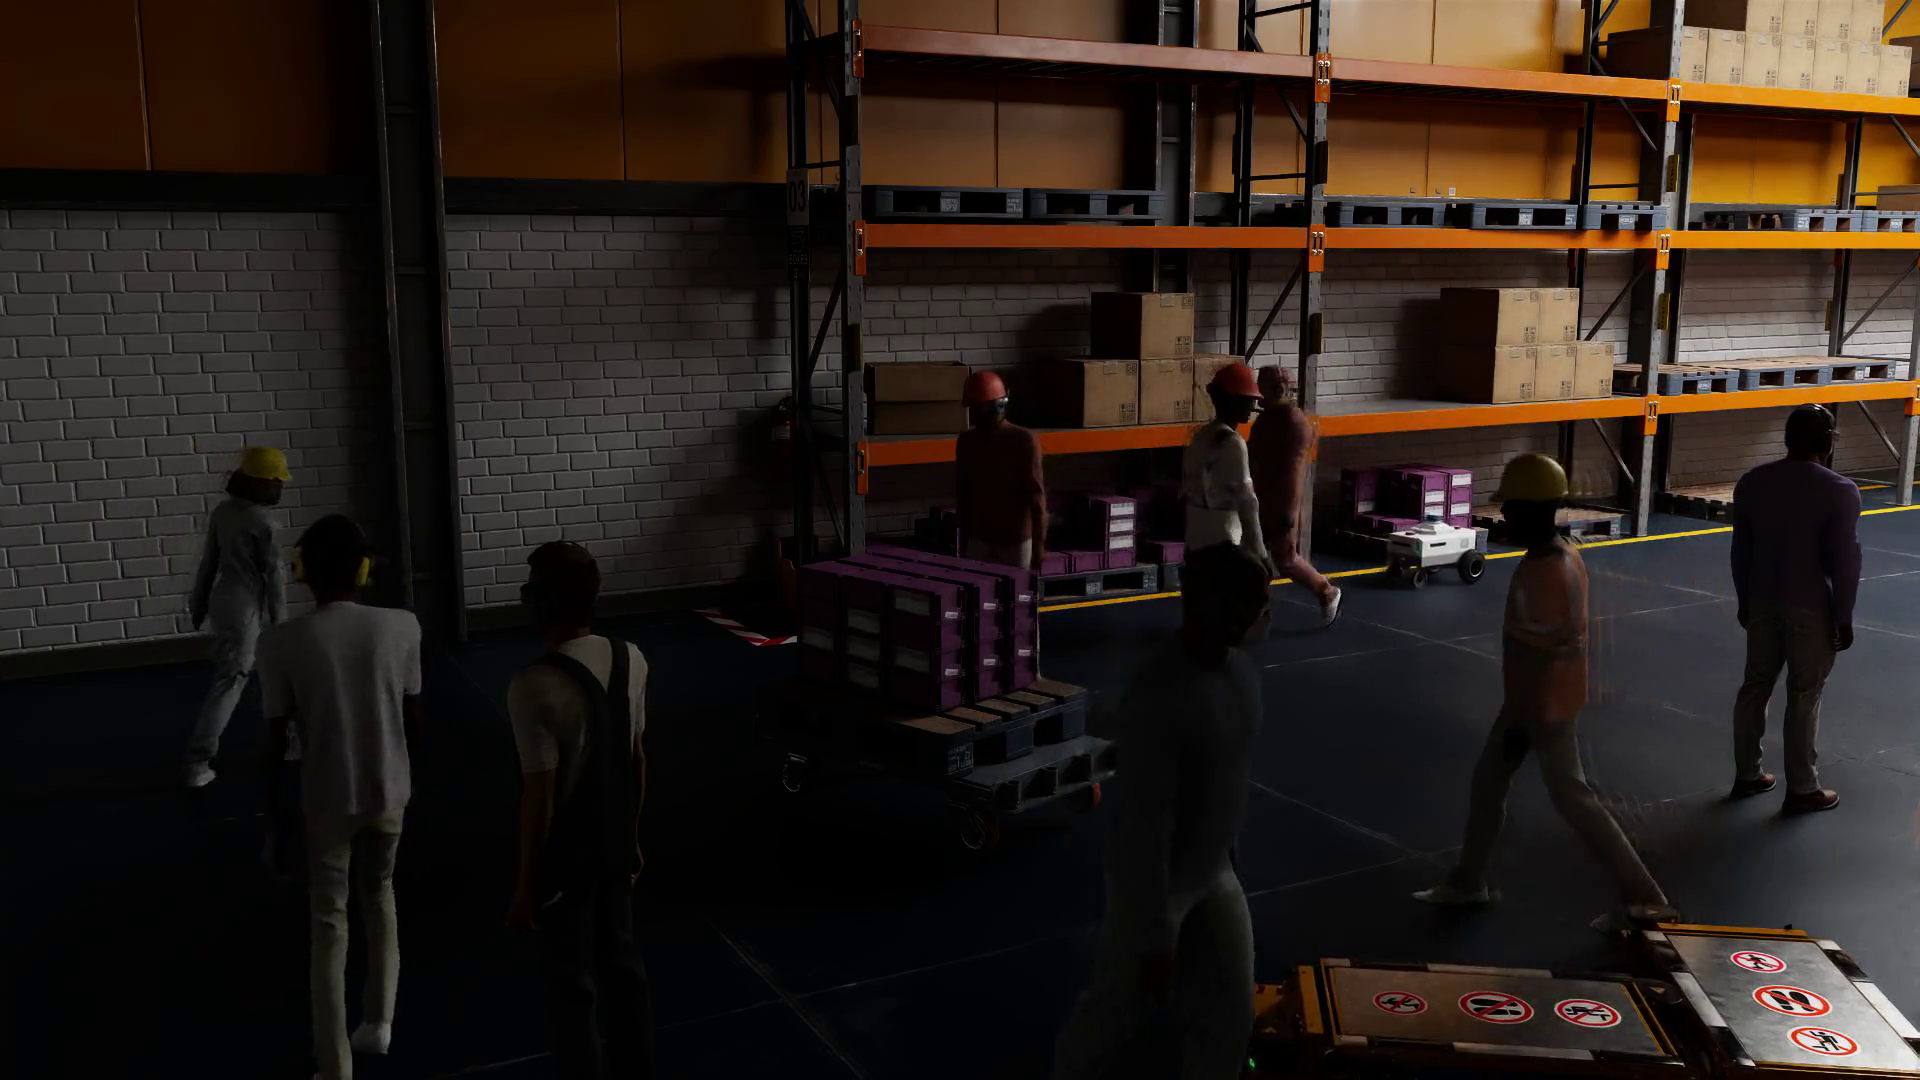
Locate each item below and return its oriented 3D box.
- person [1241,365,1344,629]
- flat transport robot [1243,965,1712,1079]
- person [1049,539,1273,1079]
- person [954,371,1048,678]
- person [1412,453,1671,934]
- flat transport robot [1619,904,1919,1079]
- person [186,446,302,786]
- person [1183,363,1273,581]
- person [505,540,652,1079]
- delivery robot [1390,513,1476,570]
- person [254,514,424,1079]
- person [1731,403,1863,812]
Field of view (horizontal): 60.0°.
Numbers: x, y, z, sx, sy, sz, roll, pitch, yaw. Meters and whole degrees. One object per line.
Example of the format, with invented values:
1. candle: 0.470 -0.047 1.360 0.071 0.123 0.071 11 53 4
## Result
1. person: 2.218 -0.271 11.463 0.813 1.882 0.653 -3 10 -17
2. flat transport robot: 1.637 1.593 5.360 1.431 0.197 0.652 1 10 8
3. person: 0.548 0.932 4.489 0.835 1.891 0.733 9 14 43
4. person: 0.265 -0.036 9.913 0.637 1.959 0.640 7 12 36
5. person: 2.323 0.606 6.470 0.947 1.893 0.587 2 10 14
6. flat transport robot: 2.698 1.572 5.485 0.652 0.197 1.431 1 10 8
7. person: -3.616 0.367 8.367 0.512 1.683 0.771 9 13 42
8. person: 1.519 0.016 9.409 0.630 2.017 0.632 -1 10 -4
9. person: -1.094 0.911 4.758 0.331 1.844 0.519 5 11 28
10. delivery robot: 3.772 0.030 13.273 0.707 0.478 0.477 -6 12 -31
11. person: -1.920 0.844 5.205 0.514 1.825 0.595 -6 11 -30
12. person: 3.960 0.318 7.909 0.372 1.940 0.630 -6 11 -30
